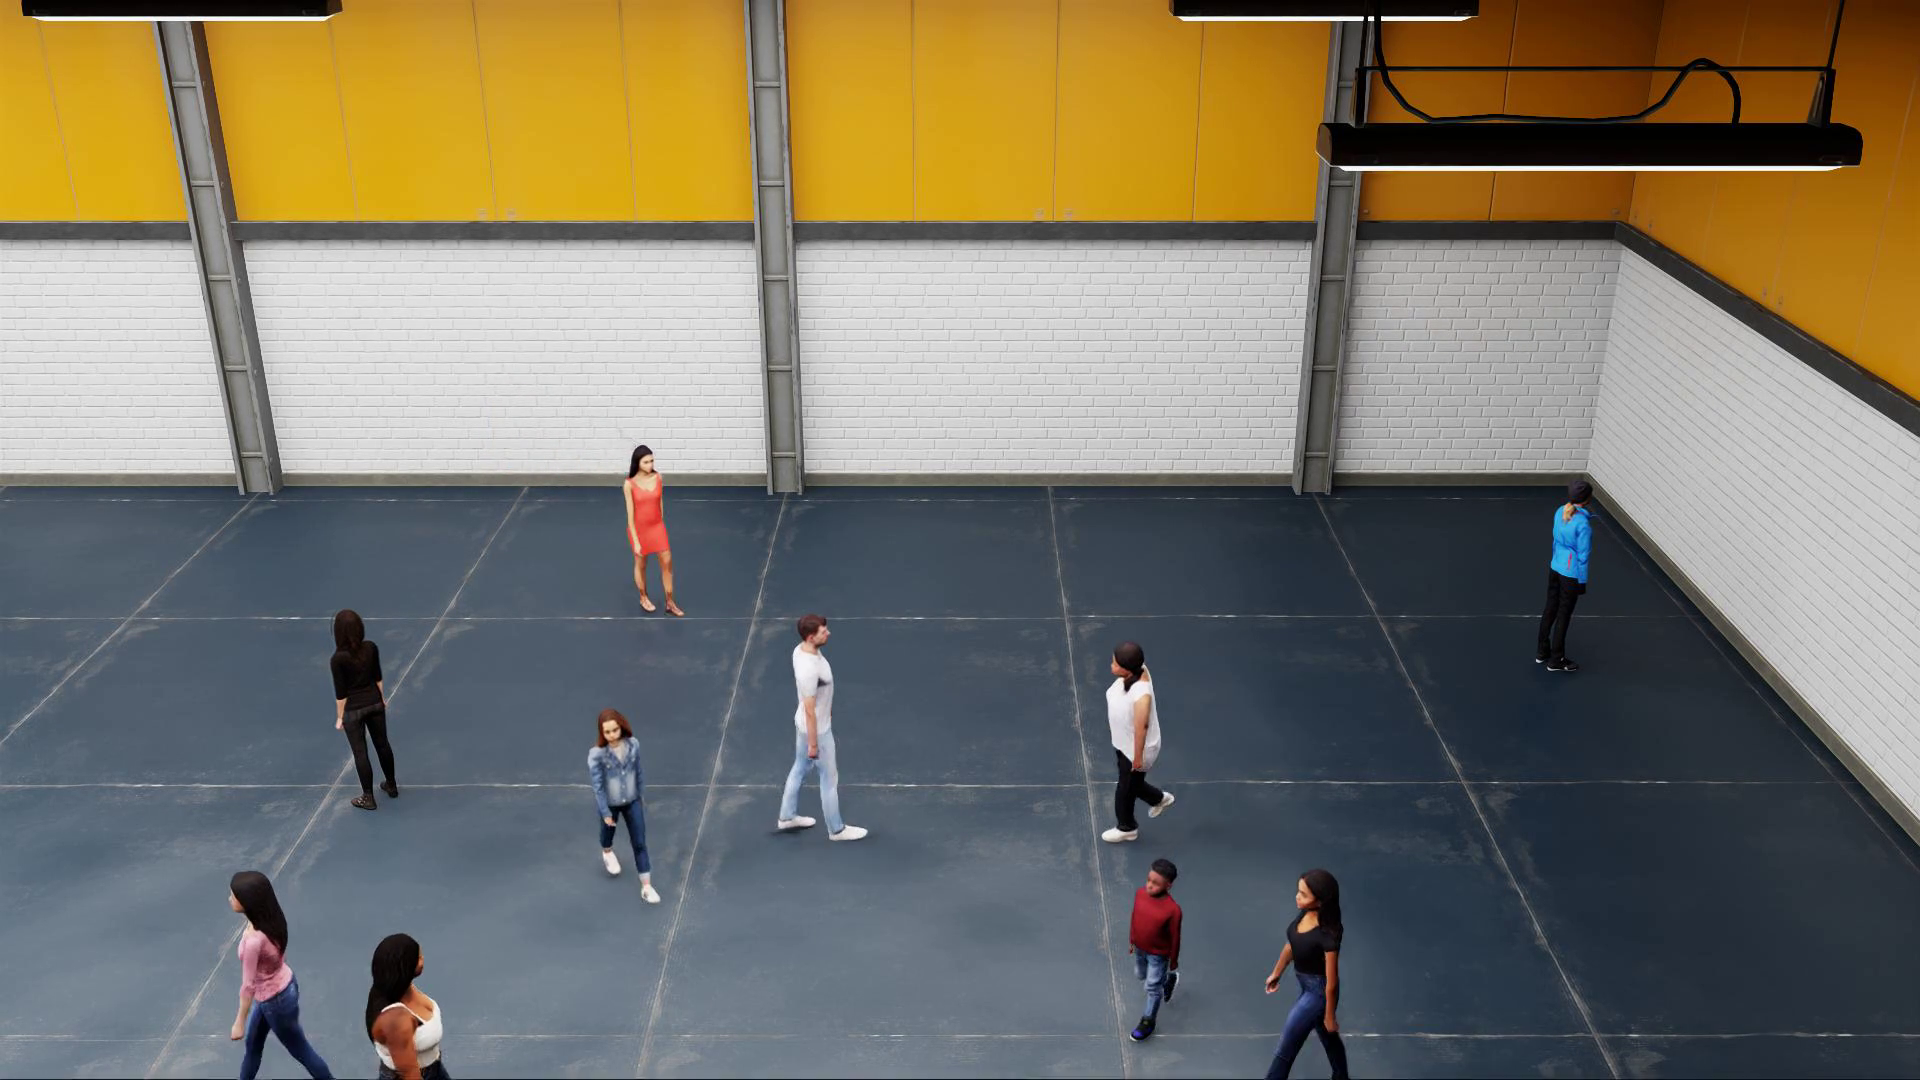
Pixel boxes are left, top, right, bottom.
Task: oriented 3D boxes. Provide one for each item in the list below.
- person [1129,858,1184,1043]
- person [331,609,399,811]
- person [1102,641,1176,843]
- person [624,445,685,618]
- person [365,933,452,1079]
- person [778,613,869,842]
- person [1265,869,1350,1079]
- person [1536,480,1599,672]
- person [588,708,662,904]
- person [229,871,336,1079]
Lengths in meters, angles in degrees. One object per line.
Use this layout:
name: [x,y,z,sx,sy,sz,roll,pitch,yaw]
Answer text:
person: [1.247,2.508,10.405,0.826,1.242,0.757,-21,31,-39]
person: [-4.561,1.282,12.709,0.676,1.642,0.644,17,29,34]
person: [1.334,1.479,12.226,0.758,1.668,0.674,1,24,2]
person: [-3.027,-0.100,15.802,0.877,1.697,0.911,-17,29,-34]
person: [-3.024,2.931,8.792,1.263,1.758,0.828,-4,24,-10]
person: [-1.129,1.371,12.247,0.951,1.848,0.793,-6,24,-13]
person: [2.129,2.622,9.572,1.085,1.700,0.643,-2,24,-4]
person: [5.375,0.305,14.751,0.611,1.797,0.667,-6,24,-14]
person: [-2.450,1.820,11.734,1.052,1.437,1.000,-16,28,-32]
person: [-3.825,2.637,9.521,1.100,1.712,0.764,-7,25,-15]
